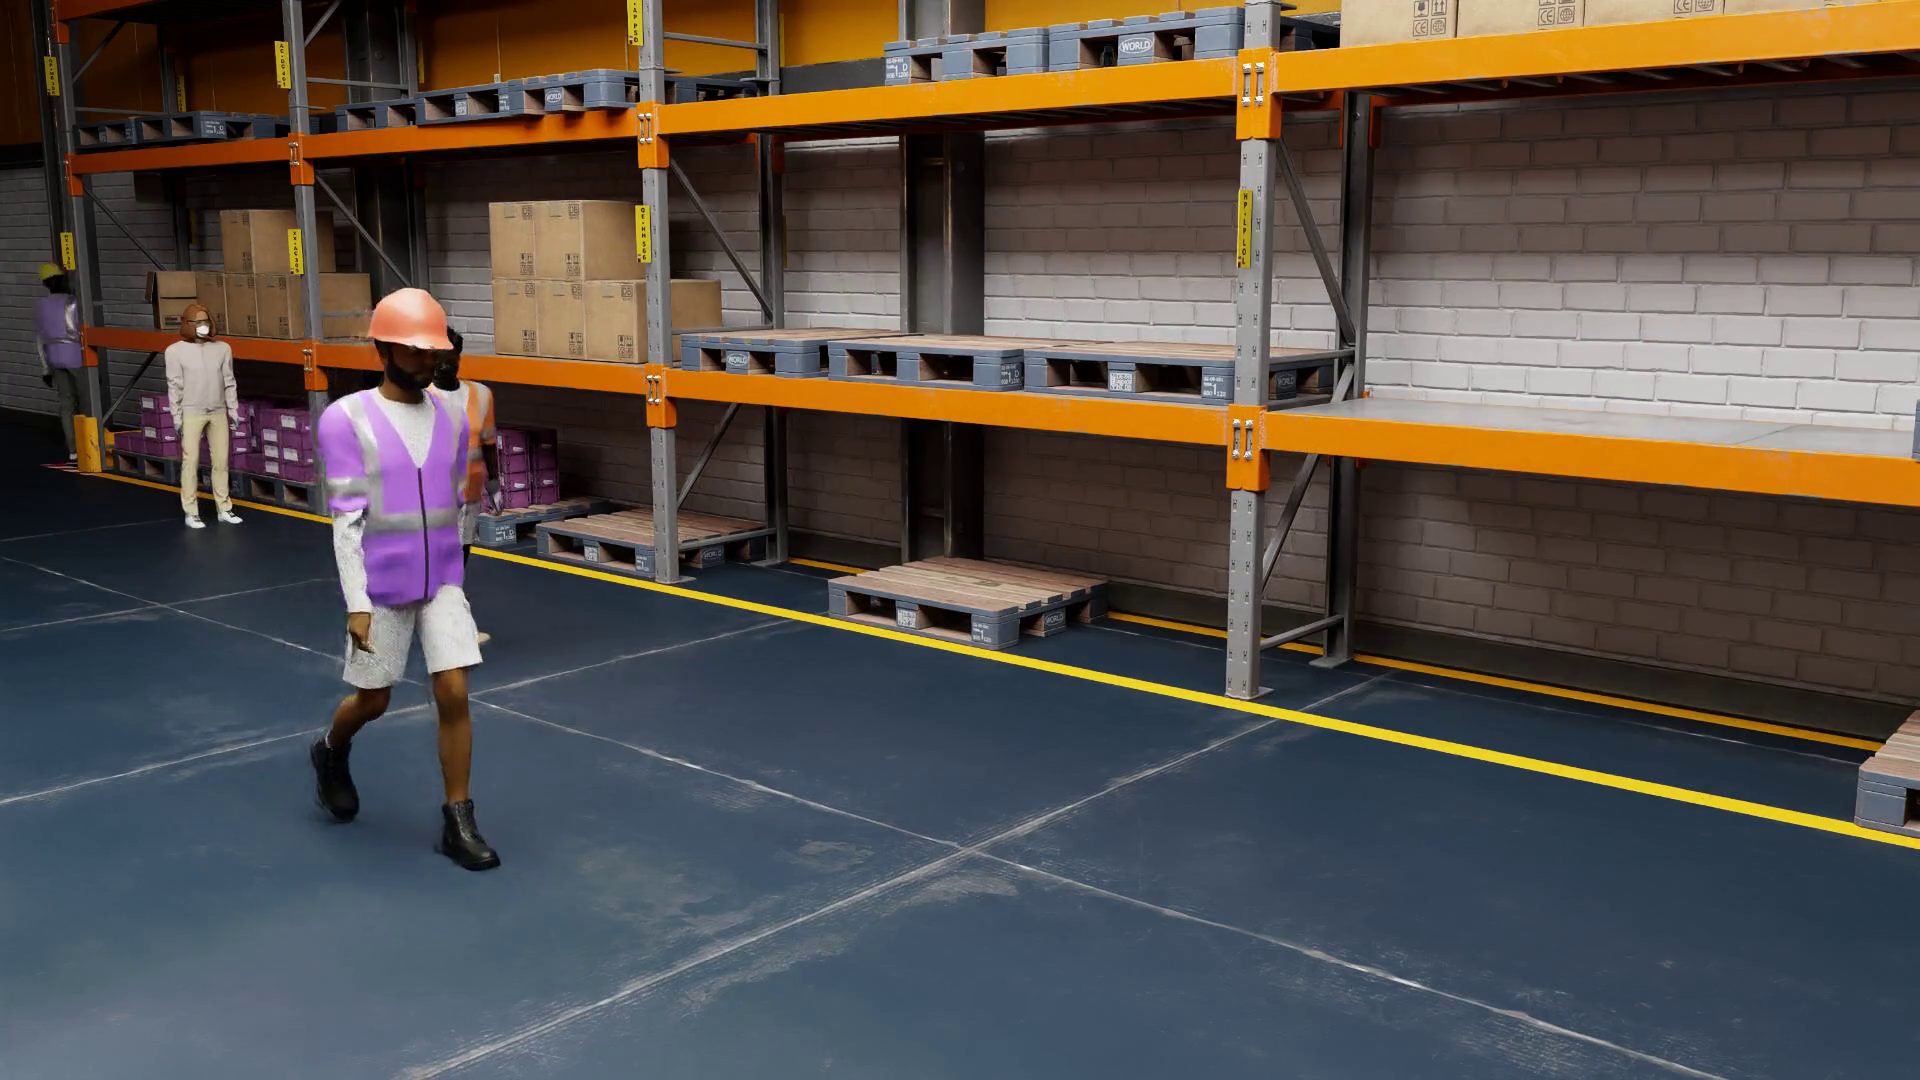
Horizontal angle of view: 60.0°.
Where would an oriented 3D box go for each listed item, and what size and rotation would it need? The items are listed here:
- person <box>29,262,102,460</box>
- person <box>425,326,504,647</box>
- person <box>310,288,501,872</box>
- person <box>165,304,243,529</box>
[{"bbox_3d":[-8.460,-1.671,15.793,0.739,1.871,0.406,2,10,9],"label":"person"},{"bbox_3d":[-2.481,-0.216,8.099,0.577,1.658,0.579,8,13,38],"label":"person"},{"bbox_3d":[-1.889,0.114,5.549,0.531,1.906,0.861,-10,14,-44],"label":"person"},{"bbox_3d":[-5.492,-0.899,12.091,0.283,1.626,0.498,8,13,39],"label":"person"}]
